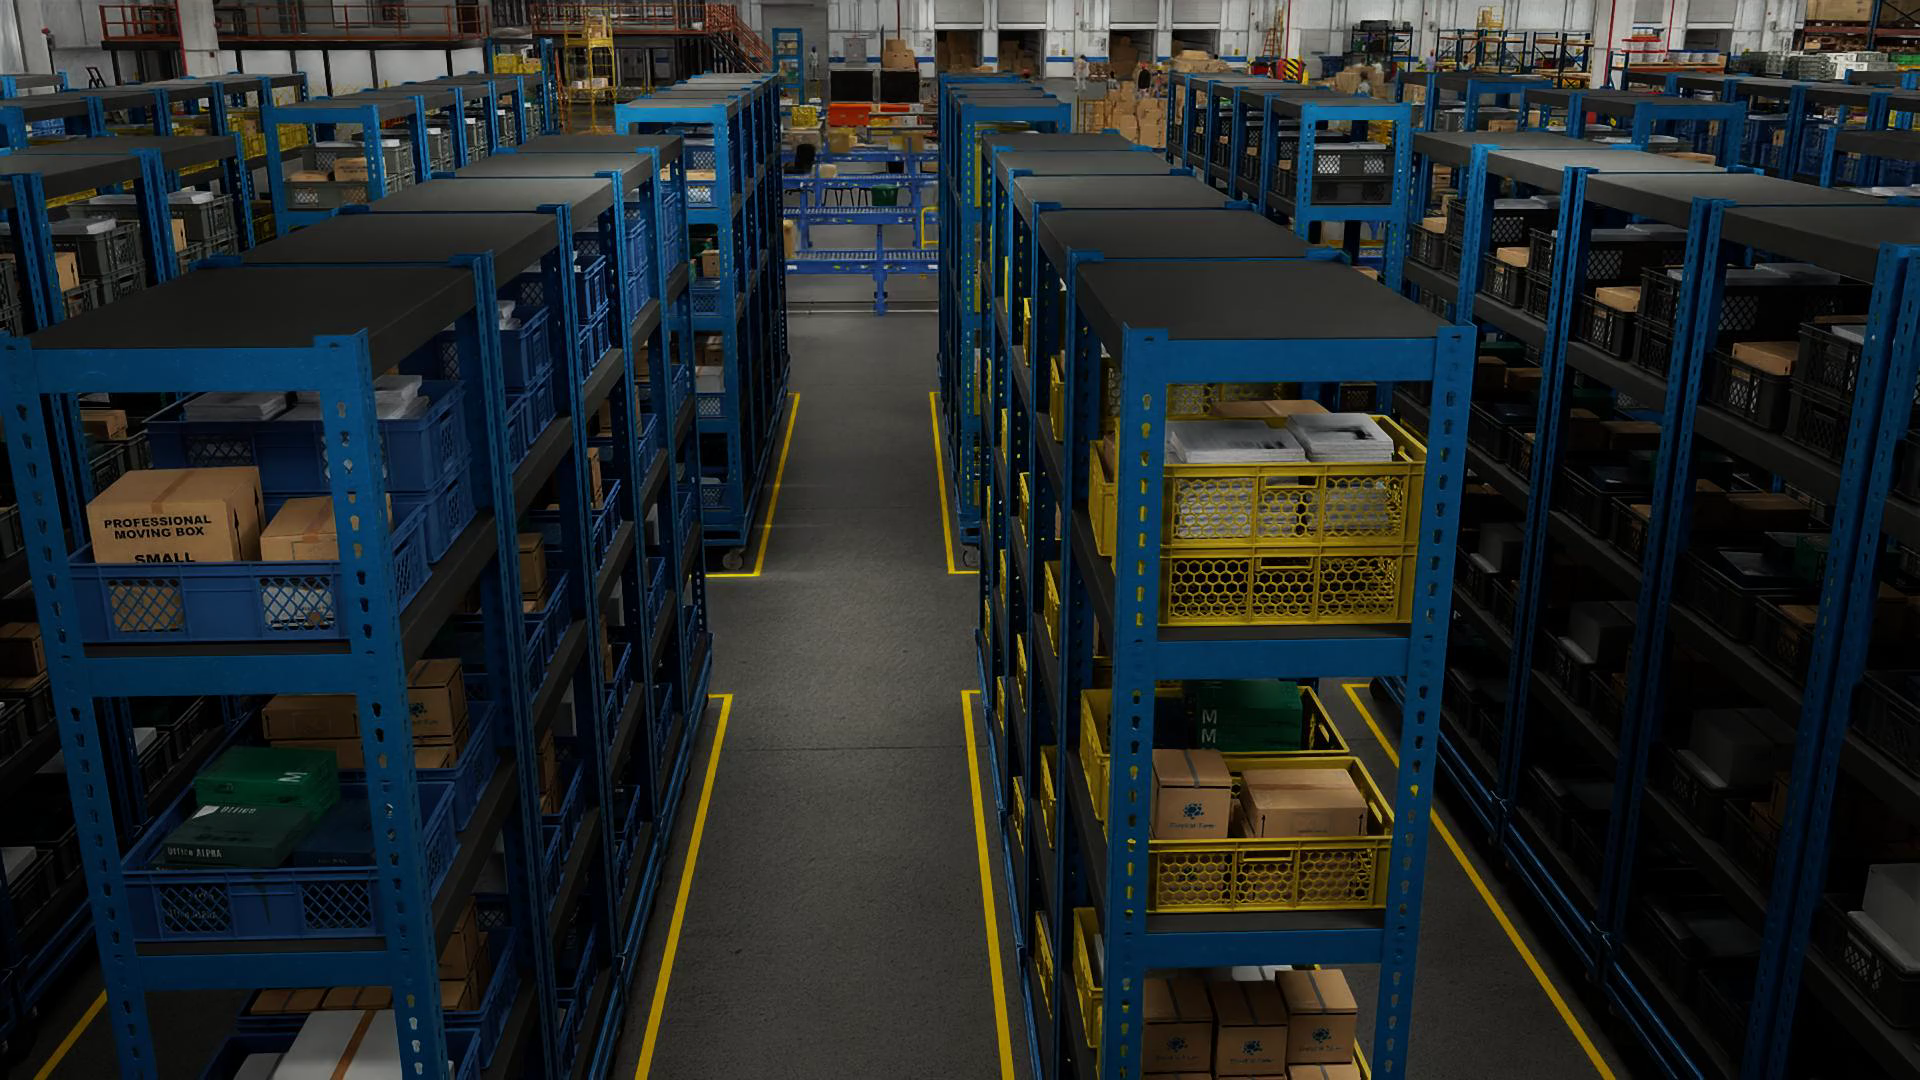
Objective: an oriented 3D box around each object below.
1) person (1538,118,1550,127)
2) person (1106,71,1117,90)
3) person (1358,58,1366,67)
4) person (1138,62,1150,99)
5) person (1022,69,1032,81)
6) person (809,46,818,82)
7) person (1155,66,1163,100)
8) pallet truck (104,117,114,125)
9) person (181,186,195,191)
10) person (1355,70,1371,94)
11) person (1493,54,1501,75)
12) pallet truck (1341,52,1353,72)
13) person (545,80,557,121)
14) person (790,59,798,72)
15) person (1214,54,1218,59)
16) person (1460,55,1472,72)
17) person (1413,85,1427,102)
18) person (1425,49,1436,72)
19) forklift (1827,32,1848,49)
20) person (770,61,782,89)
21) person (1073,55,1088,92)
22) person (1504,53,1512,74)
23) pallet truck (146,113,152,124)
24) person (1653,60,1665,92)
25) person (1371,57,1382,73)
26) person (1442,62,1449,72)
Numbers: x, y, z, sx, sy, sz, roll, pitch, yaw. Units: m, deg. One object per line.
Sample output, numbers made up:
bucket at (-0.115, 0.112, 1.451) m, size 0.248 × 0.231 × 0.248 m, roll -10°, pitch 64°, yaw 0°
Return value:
person at (13.085, -8.585, 37.524) m, size 0.589 × 1.822 × 0.403 m, roll -13°, pitch 22°, yaw -35°
person at (5.703, -16.614, 62.293) m, size 0.314 × 1.869 × 0.536 m, roll -17°, pitch 24°, yaw -42°
person at (18.526, -21.293, 76.767) m, size 0.994 × 1.876 × 0.660 m, roll 11°, pitch 21°, yaw 29°
person at (7.465, -18.427, 67.707) m, size 0.388 × 1.992 × 0.618 m, roll -15°, pitch 23°, yaw -39°
person at (2.390, -15.826, 59.584) m, size 0.418 × 2.031 × 0.618 m, roll -1°, pitch 18°, yaw -3°
person at (-8.275, -26.912, 94.052) m, size 0.603 × 1.937 × 0.402 m, roll -16°, pitch 24°, yaw -40°
person at (8.302, -18.824, 69.300) m, size 0.313 × 1.769 × 0.525 m, roll 0°, pitch 18°, yaw 1°
pallet truck at (-18.367, -7.885, 35.078) m, size 1.885 × 1.965 × 0.823 m, roll 1°, pitch 18°, yaw 2°
person at (-12.522, -5.109, 26.748) m, size 0.404 × 1.832 × 0.600 m, roll 12°, pitch 21°, yaw 32°
person at (14.347, -15.633, 58.984) m, size 0.829 × 2.000 × 0.690 m, roll 11°, pitch 21°, yaw 30°
person at (26.227, -22.643, 80.883) m, size 0.643 × 1.903 × 0.630 m, roll 1°, pitch 18°, yaw 4°
pallet truck at (18.794, -23.123, 82.231) m, size 0.823 × 1.965 × 1.885 m, roll -13°, pitch 22°, yaw -35°
person at (-15.446, -16.709, 62.587) m, size 0.352 × 1.878 × 0.567 m, roll 13°, pitch 22°, yaw 35°
person at (-9.010, -25.792, 90.585) m, size 0.542 × 1.939 × 0.366 m, roll -2°, pitch 18°, yaw -6°
person at (13.511, -24.756, 87.773) m, size 0.320 × 1.692 × 0.531 m, roll 1°, pitch 18°, yaw 2°
person at (23.893, -21.928, 78.663) m, size 0.383 × 1.916 × 0.591 m, roll -14°, pitch 22°, yaw -36°
person at (16.249, -15.563, 58.931) m, size 0.543 × 1.939 × 0.360 m, roll -10°, pitch 21°, yaw -29°
person at (25.326, -25.445, 89.547) m, size 0.562 × 1.912 × 0.462 m, roll -3°, pitch 18°, yaw -10°
forklift at (46.024, -25.320, 87.618) m, size 1.129 × 2.768 × 1.873 m, roll -1°, pitch 18°, yaw -2°
person at (-9.092, -23.077, 82.395) m, size 0.630 × 1.818 × 0.783 m, roll -9°, pitch 20°, yaw -26°
person at (6.033, -23.453, 83.578) m, size 0.726 × 1.807 × 0.433 m, roll -4°, pitch 18°, yaw -11°
person at (28.042, -23.980, 85.148) m, size 0.515 × 1.829 × 0.408 m, roll -16°, pitch 24°, yaw -41°
pallet truck at (-18.087, -8.309, 36.390) m, size 1.885 × 1.965 × 0.823 m, roll -1°, pitch 18°, yaw -4°
person at (30.164, -19.733, 71.791) m, size 0.367 × 1.966 × 0.607 m, roll -9°, pitch 20°, yaw -27°
person at (19.476, -21.613, 77.755) m, size 1.030 × 1.891 × 0.633 m, roll -13°, pitch 22°, yaw -36°
person at (21.882, -20.686, 75.097) m, size 0.294 × 1.744 × 0.487 m, roll 7°, pitch 19°, yaw 20°
